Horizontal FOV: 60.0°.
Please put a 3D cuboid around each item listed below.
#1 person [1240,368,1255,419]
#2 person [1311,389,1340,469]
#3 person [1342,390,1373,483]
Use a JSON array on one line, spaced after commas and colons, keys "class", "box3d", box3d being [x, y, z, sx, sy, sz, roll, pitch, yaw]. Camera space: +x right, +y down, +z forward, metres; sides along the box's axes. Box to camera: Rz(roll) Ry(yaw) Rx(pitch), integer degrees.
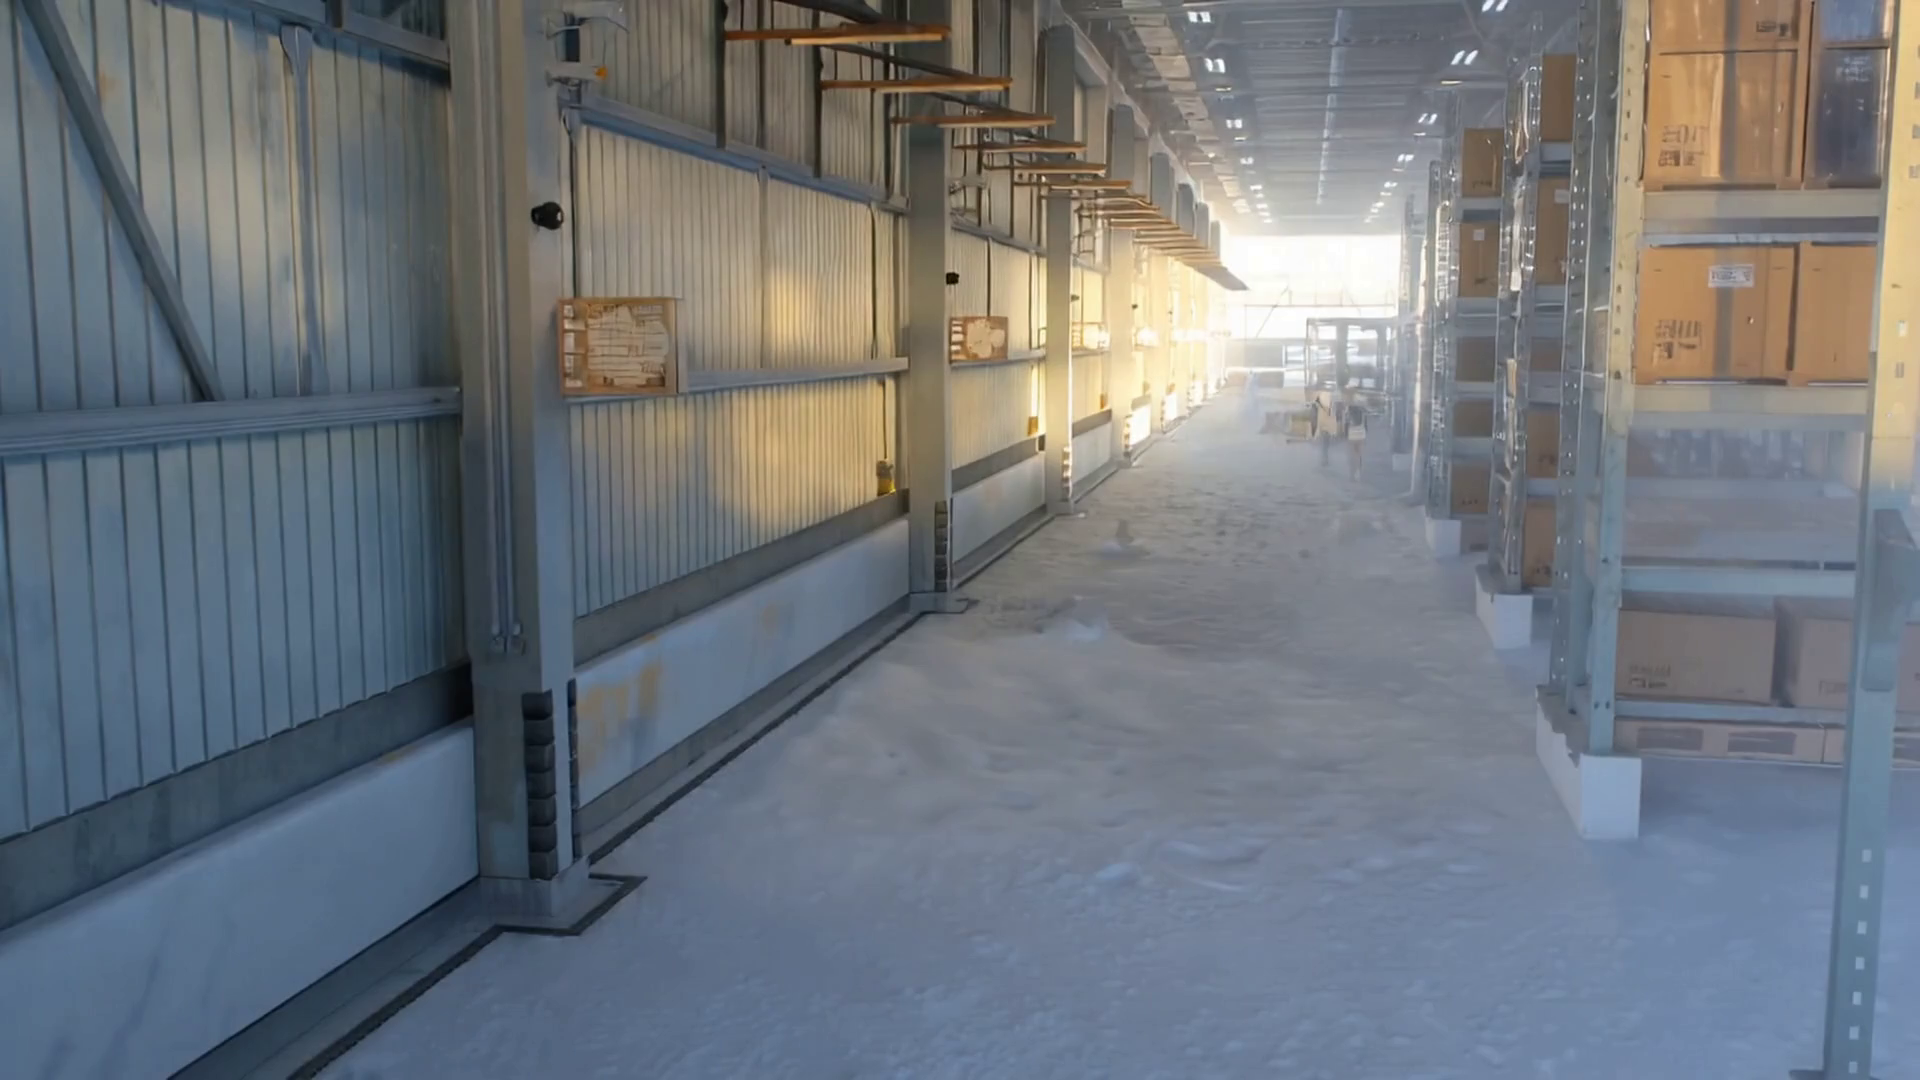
[{"class": "person", "box3d": [10.290, -5.225, 59.356, 0.388, 1.838, 0.564, -4, 8, -30]}, {"class": "person", "box3d": [8.342, -2.498, 37.648, 0.654, 1.802, 0.901, -2, 7, -17]}, {"class": "person", "box3d": [8.222, -2.141, 34.383, 0.624, 1.916, 0.917, 1, 7, 7]}]
